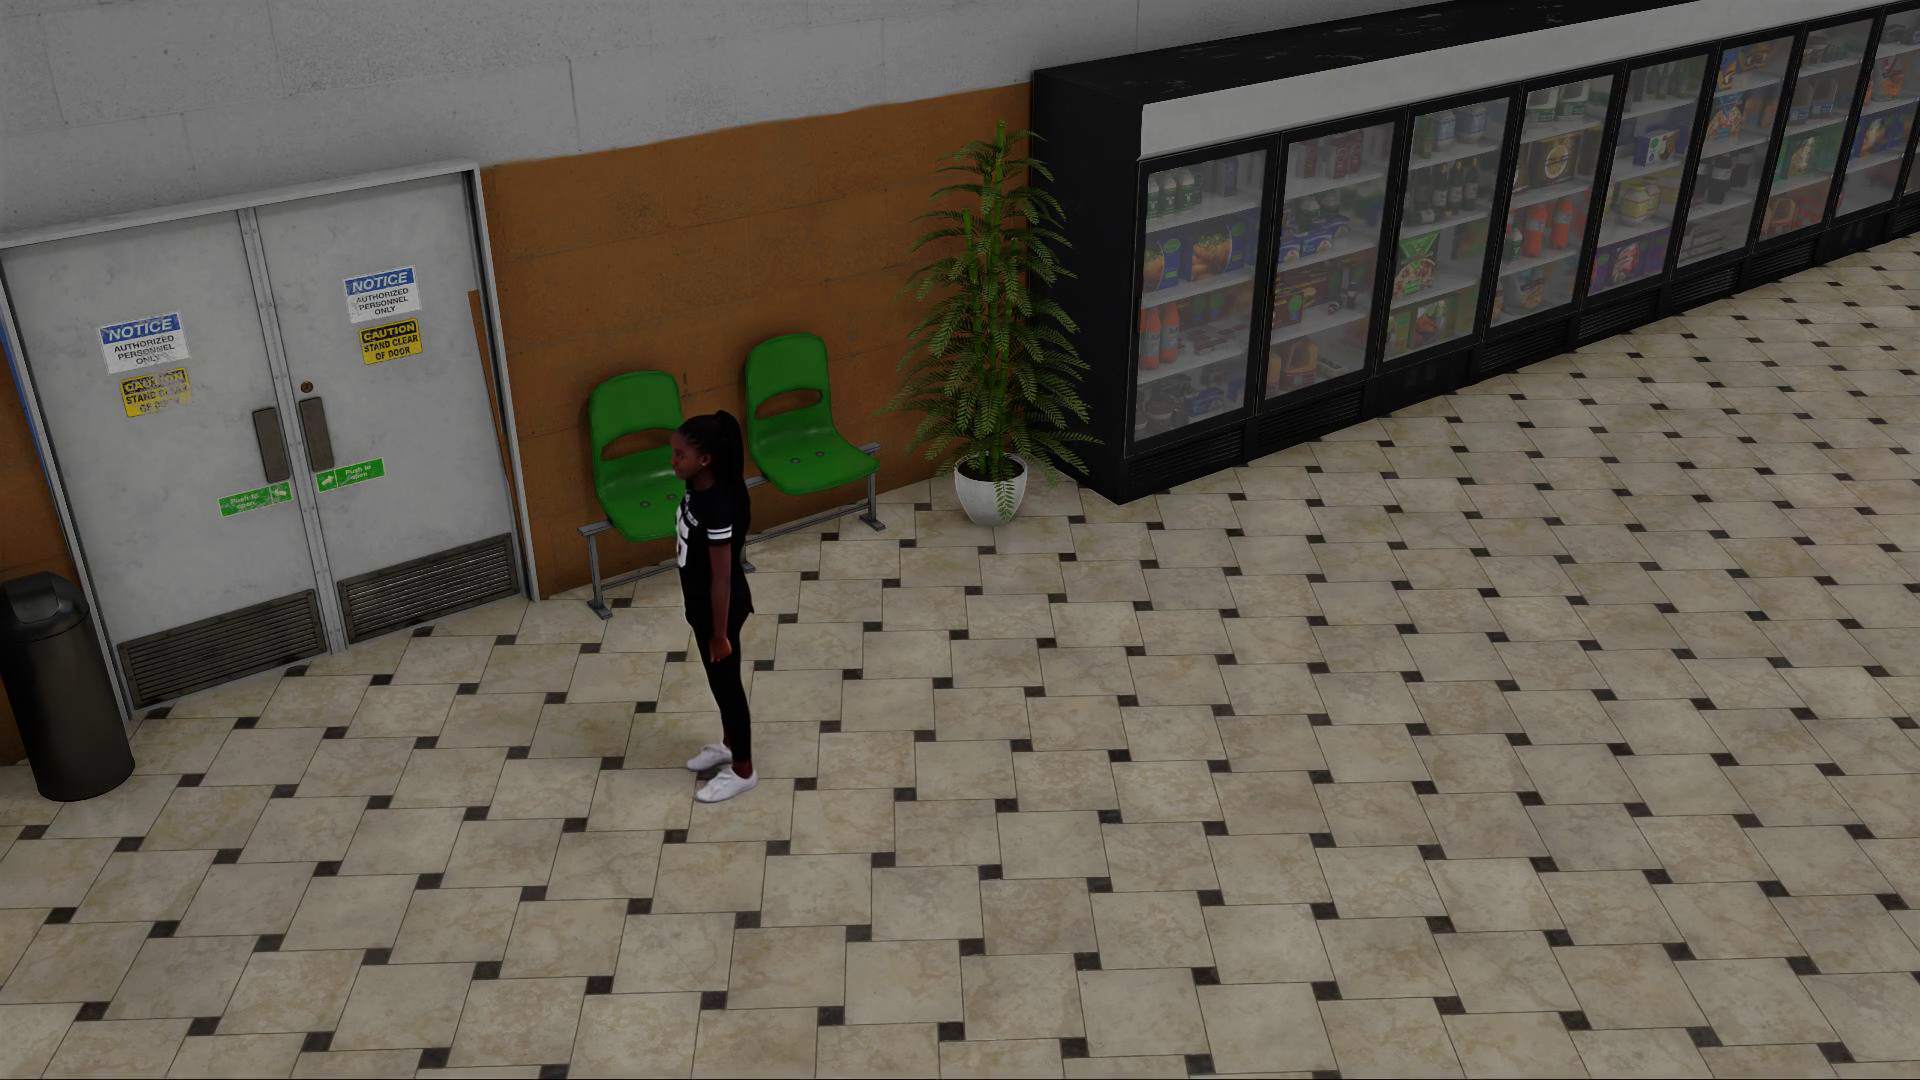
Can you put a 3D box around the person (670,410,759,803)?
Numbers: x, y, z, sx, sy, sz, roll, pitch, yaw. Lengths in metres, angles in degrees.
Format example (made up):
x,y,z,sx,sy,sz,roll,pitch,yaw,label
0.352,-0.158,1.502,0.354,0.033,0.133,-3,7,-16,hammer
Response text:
x,y,z,sx,sy,sz,roll,pitch,yaw,label
-1.008,0.273,6.876,0.716,1.731,0.581,-10,30,-18,person
